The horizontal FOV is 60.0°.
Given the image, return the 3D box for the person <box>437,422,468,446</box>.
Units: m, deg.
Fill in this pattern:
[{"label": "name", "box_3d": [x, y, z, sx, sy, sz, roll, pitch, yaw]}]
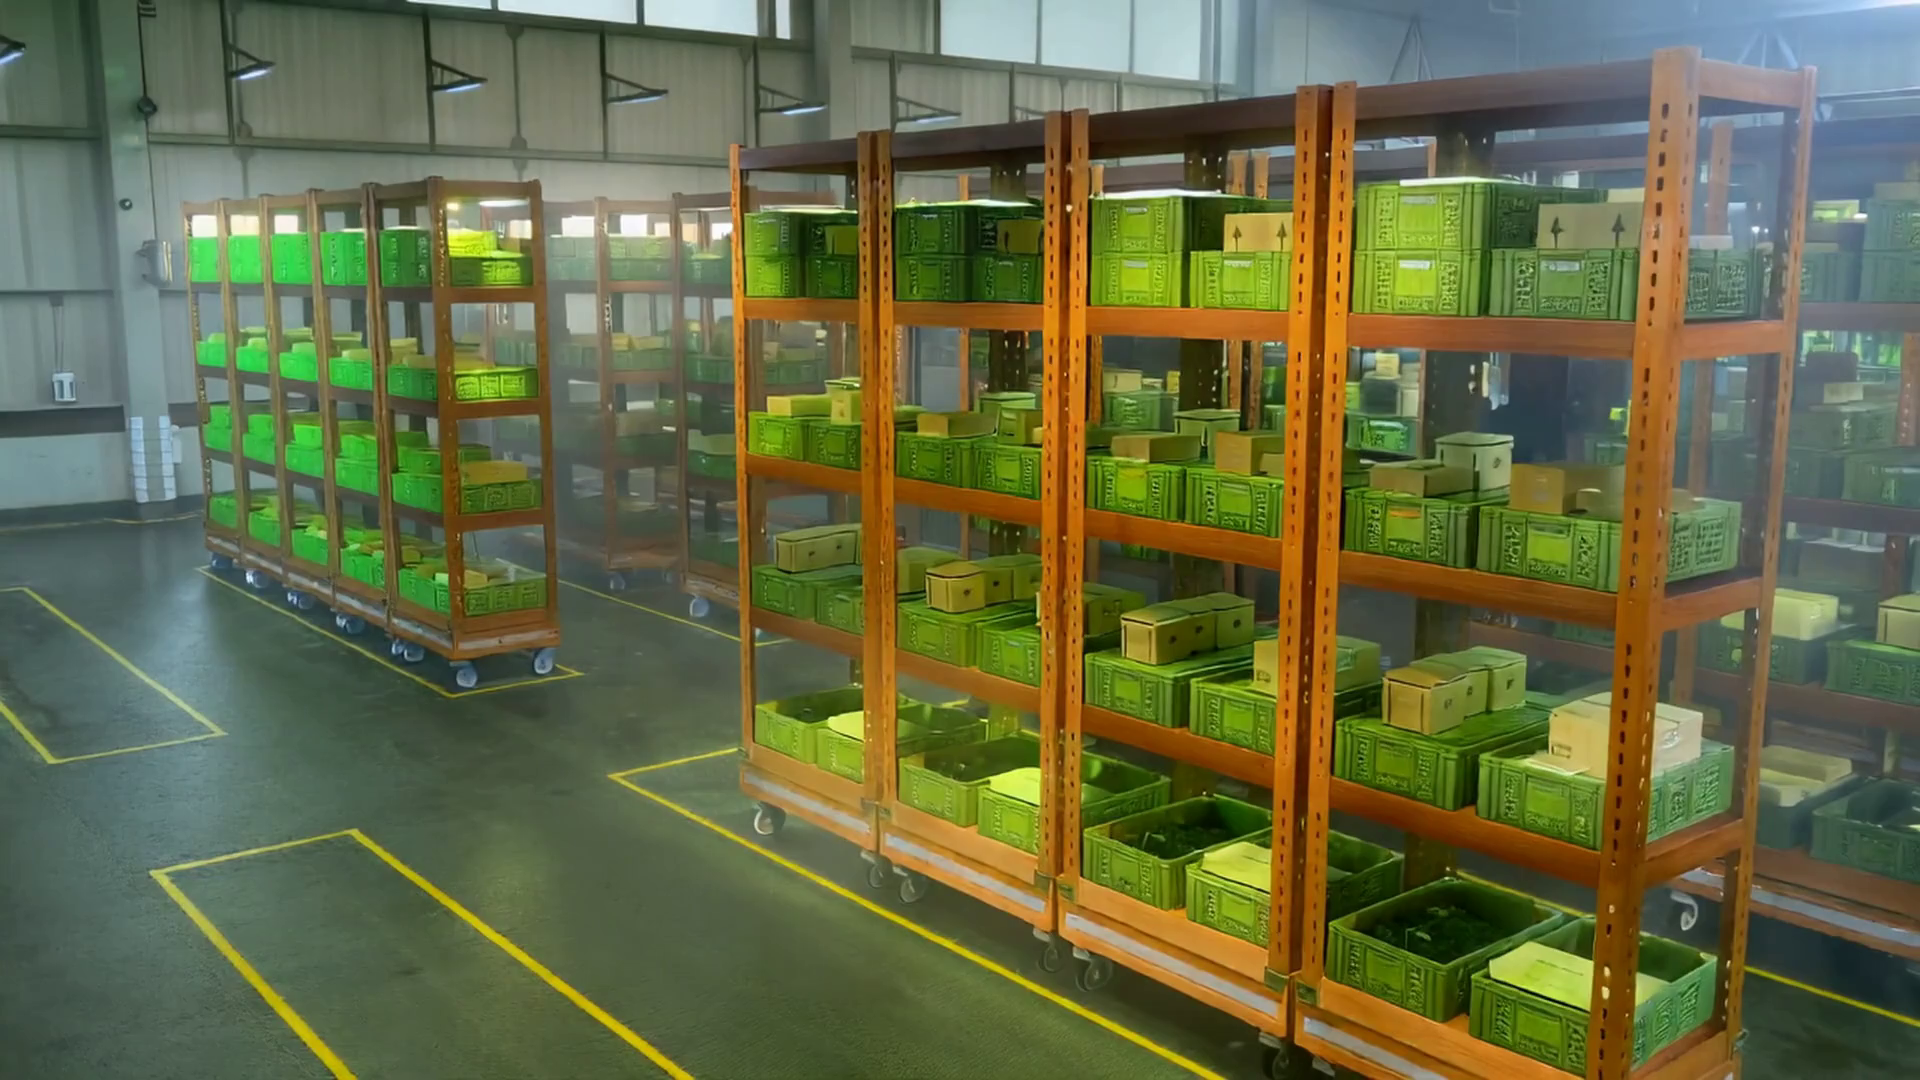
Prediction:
[{"label": "person", "box_3d": [-6.179, -1.224, 20.199, 0.855, 1.812, 0.579, -8, 13, -41]}]
